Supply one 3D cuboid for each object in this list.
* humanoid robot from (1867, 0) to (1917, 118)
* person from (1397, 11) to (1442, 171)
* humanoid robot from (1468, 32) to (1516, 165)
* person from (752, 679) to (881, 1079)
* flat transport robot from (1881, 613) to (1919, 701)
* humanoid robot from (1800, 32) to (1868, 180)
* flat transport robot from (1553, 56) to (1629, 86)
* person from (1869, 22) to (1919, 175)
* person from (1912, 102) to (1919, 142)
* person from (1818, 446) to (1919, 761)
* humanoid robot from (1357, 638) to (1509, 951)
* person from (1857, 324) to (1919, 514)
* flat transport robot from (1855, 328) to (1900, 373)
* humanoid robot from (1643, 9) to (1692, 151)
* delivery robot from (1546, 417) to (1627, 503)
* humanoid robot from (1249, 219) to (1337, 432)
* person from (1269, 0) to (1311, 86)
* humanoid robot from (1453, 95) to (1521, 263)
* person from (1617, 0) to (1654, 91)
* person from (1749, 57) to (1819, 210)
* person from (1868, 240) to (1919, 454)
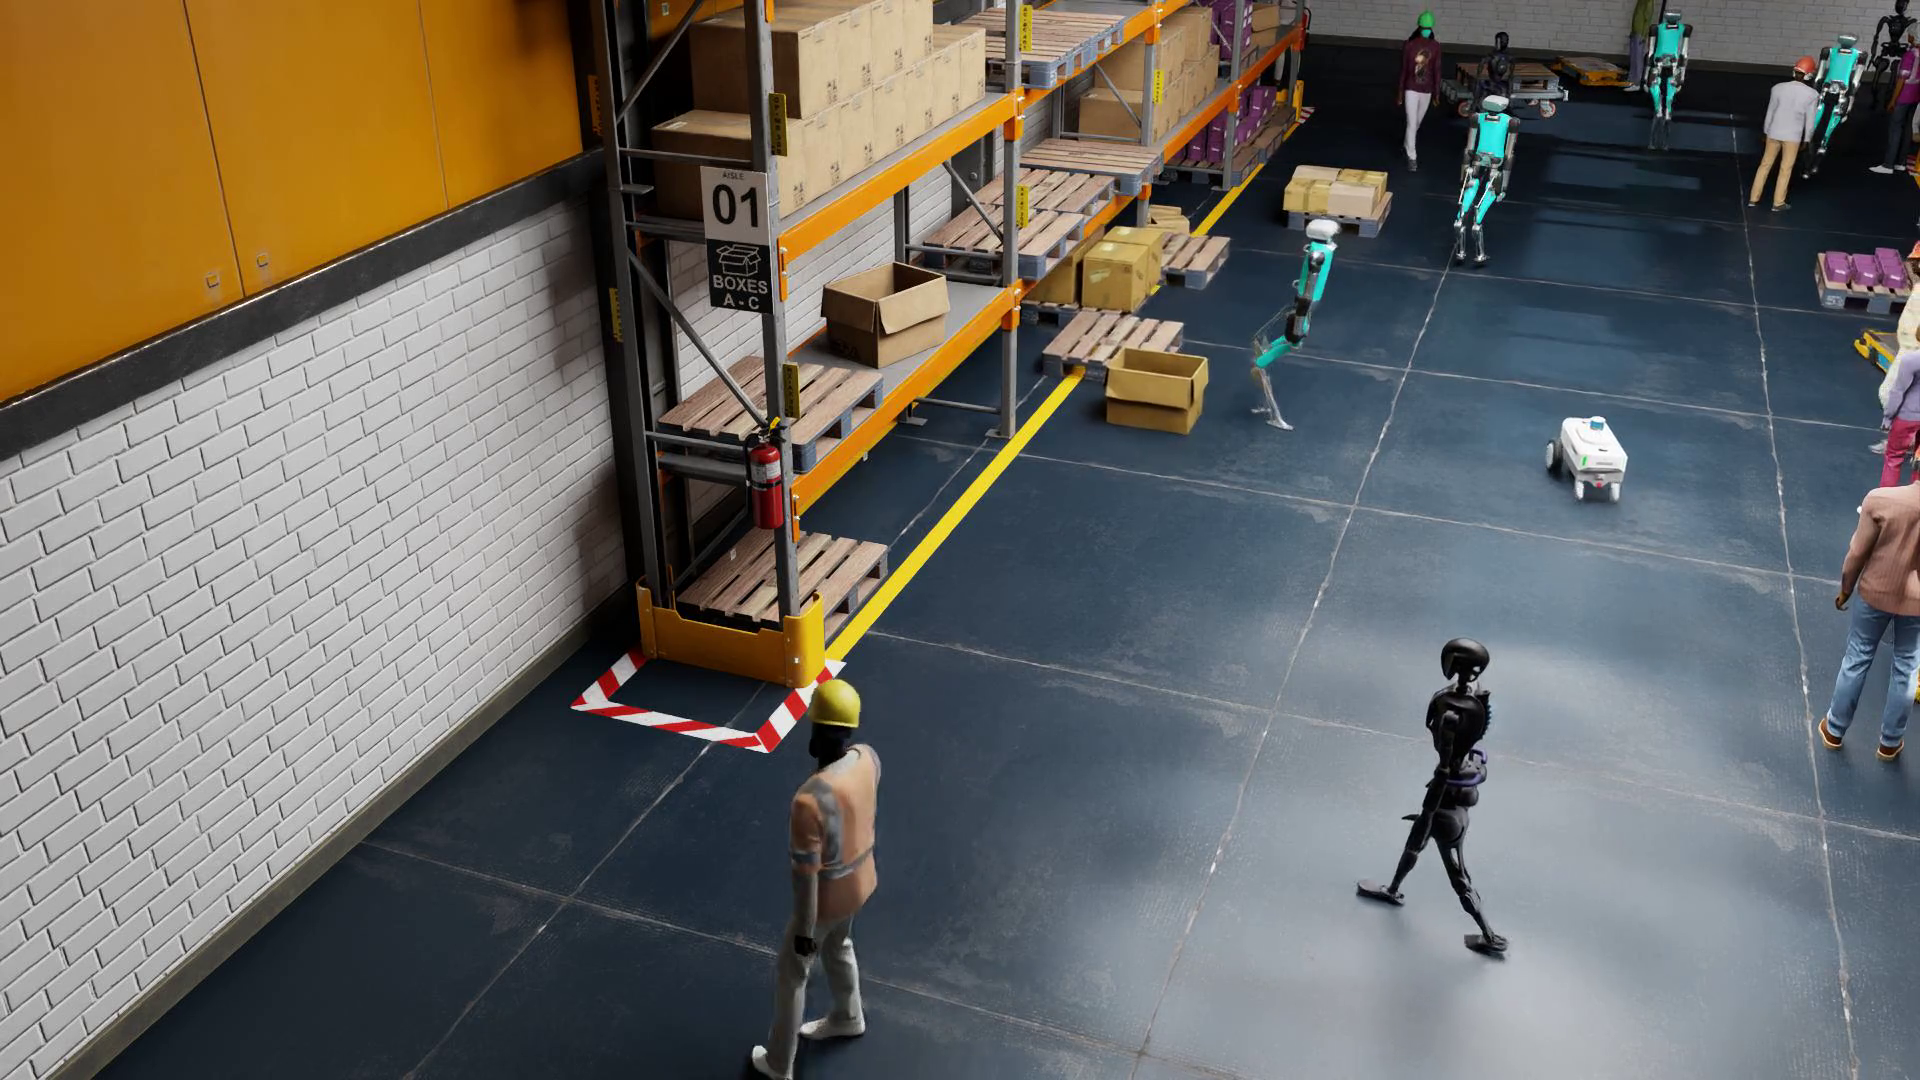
[{"bbox_3d":[13.118,-6.788,23.384,0.591,1.646,0.363,20,33,34],"label":"humanoid robot"},{"bbox_3d":[5.822,-5.737,21.099,0.507,1.907,0.973,0,27,1],"label":"person"},{"bbox_3d":[6.746,-5.583,21.043,0.613,1.643,0.424,-8,28,-15],"label":"humanoid robot"},{"bbox_3d":[-0.619,1.485,7.108,0.480,1.884,0.698,13,30,24],"label":"person"},{"bbox_3d":[6.451,0.793,10.213,1.431,0.231,0.659,-15,31,-27],"label":"flat transport robot"},{"bbox_3d":[10.613,-5.238,20.319,0.548,1.783,0.856,15,31,26],"label":"humanoid robot"},{"bbox_3d":[9.833,-7.310,25.930,0.659,0.231,1.431,-1,27,-3],"label":"flat transport robot"},{"bbox_3d":[11.769,-5.499,20.709,0.509,1.839,0.352,-16,31,-28],"label":"person"},{"bbox_3d":[13.083,-6.262,22.185,0.623,1.841,0.431,-12,30,-22],"label":"person"},{"bbox_3d":[5.238,0.305,9.278,0.616,1.992,0.394,13,30,23],"label":"person"},{"bbox_3d":[2.344,1.201,7.940,0.773,1.637,0.586,12,30,23],"label":"humanoid robot"},{"bbox_3d":[6.876,-0.876,11.968,0.498,1.629,0.288,-3,27,-5],"label":"person"},{"bbox_3d":[8.537,-1.528,14.714,0.659,0.231,1.431,3,27,5],"label":"flat transport robot"},{"bbox_3d":[9.219,-5.954,21.718,0.558,1.792,0.823,5,28,10],"label":"humanoid robot"},{"bbox_3d":[4.821,-0.656,12.704,0.499,0.589,0.790,2,27,5],"label":"delivery robot"},{"bbox_3d":[2.595,-1.756,13.571,0.798,1.787,0.530,9,29,17],"label":"humanoid robot"},{"bbox_3d":[4.988,-7.890,25.236,0.634,1.936,0.353,-4,28,-7],"label":"person"},{"bbox_3d":[5.339,-3.681,17.143,0.533,1.677,0.735,19,33,32],"label":"humanoid robot"},{"bbox_3d":[10.192,-7.590,24.980,0.265,1.631,0.506,1,27,1],"label":"person"},{"bbox_3d":[9.607,-4.716,19.298,0.381,1.739,0.577,-21,34,-35],"label":"person"},{"bbox_3d":[7.510,-1.517,13.112,0.475,1.720,0.583,24,36,38],"label":"person"}]
